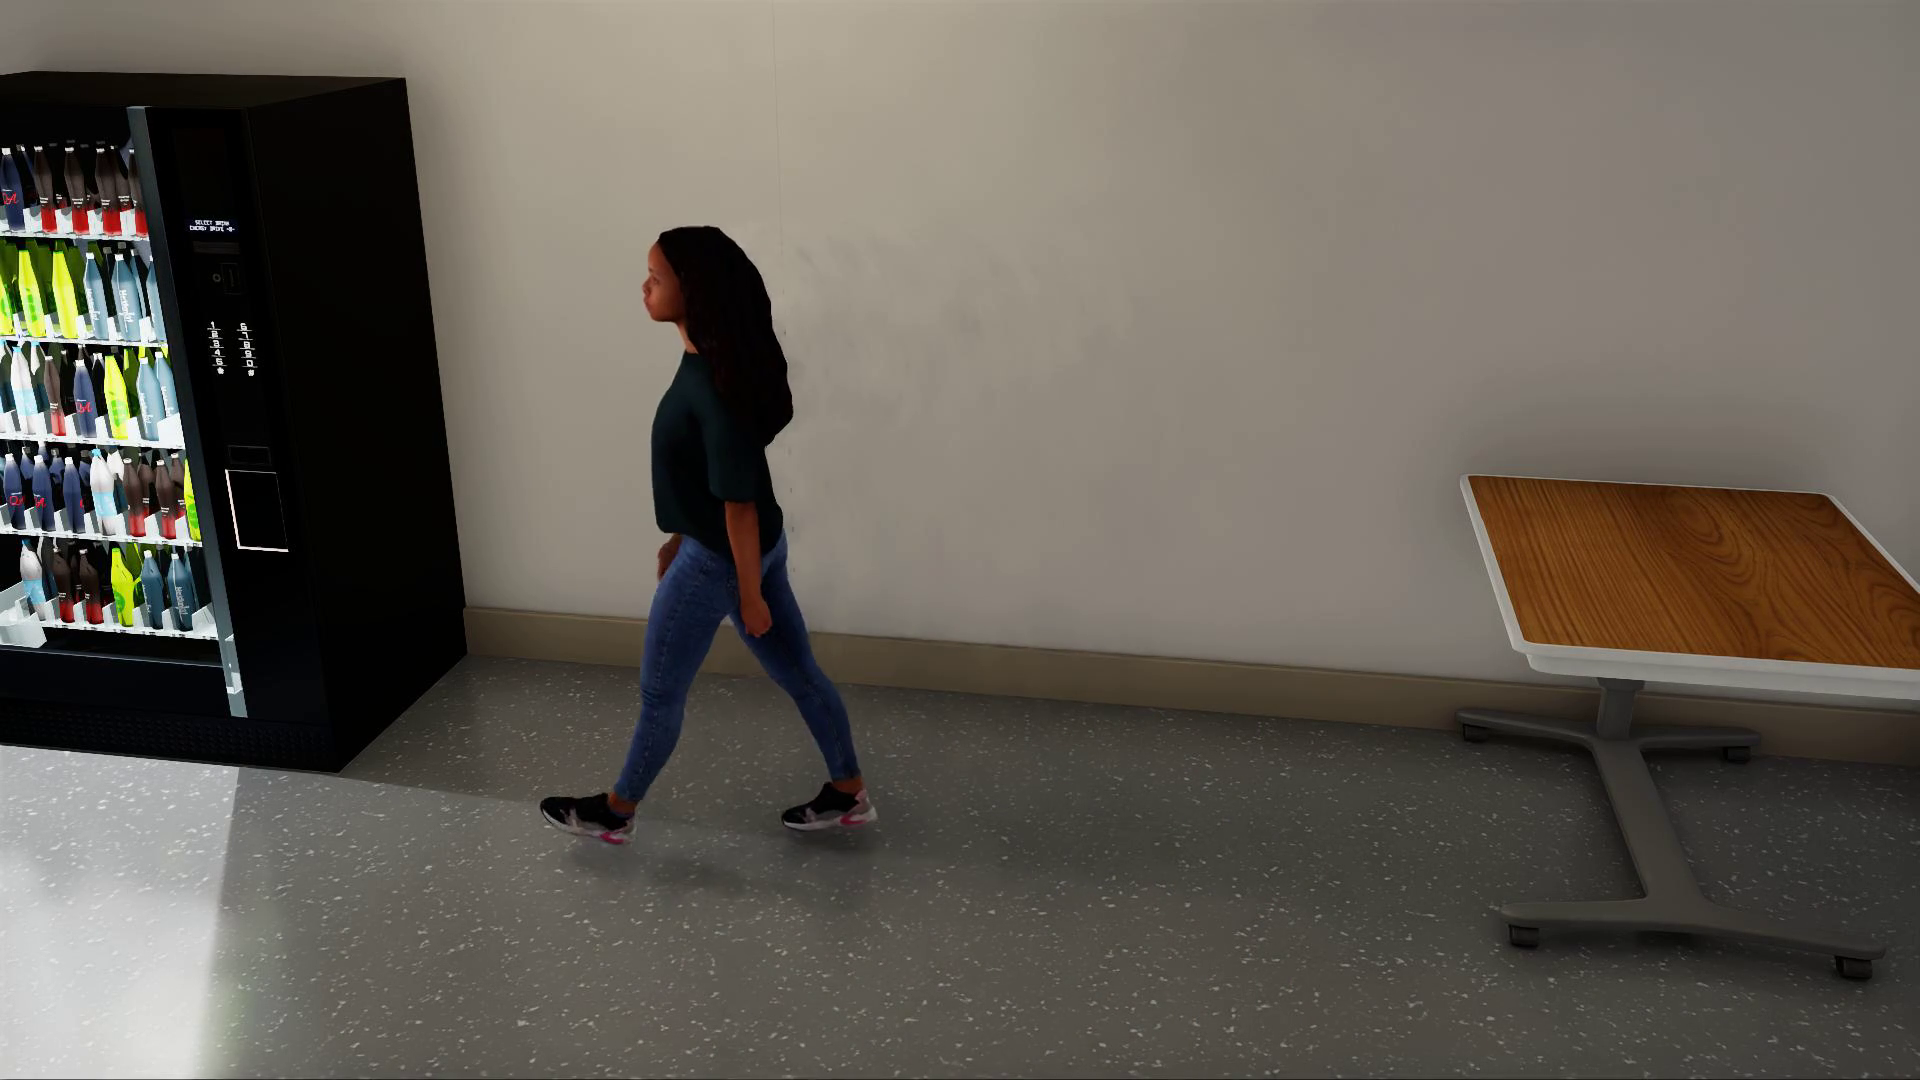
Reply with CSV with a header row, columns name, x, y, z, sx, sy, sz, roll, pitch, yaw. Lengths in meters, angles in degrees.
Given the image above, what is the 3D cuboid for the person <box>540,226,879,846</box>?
name,x,y,z,sx,sy,sz,roll,pitch,yaw
person,-0.483,0.051,4.083,1.117,1.577,0.729,0,21,0
